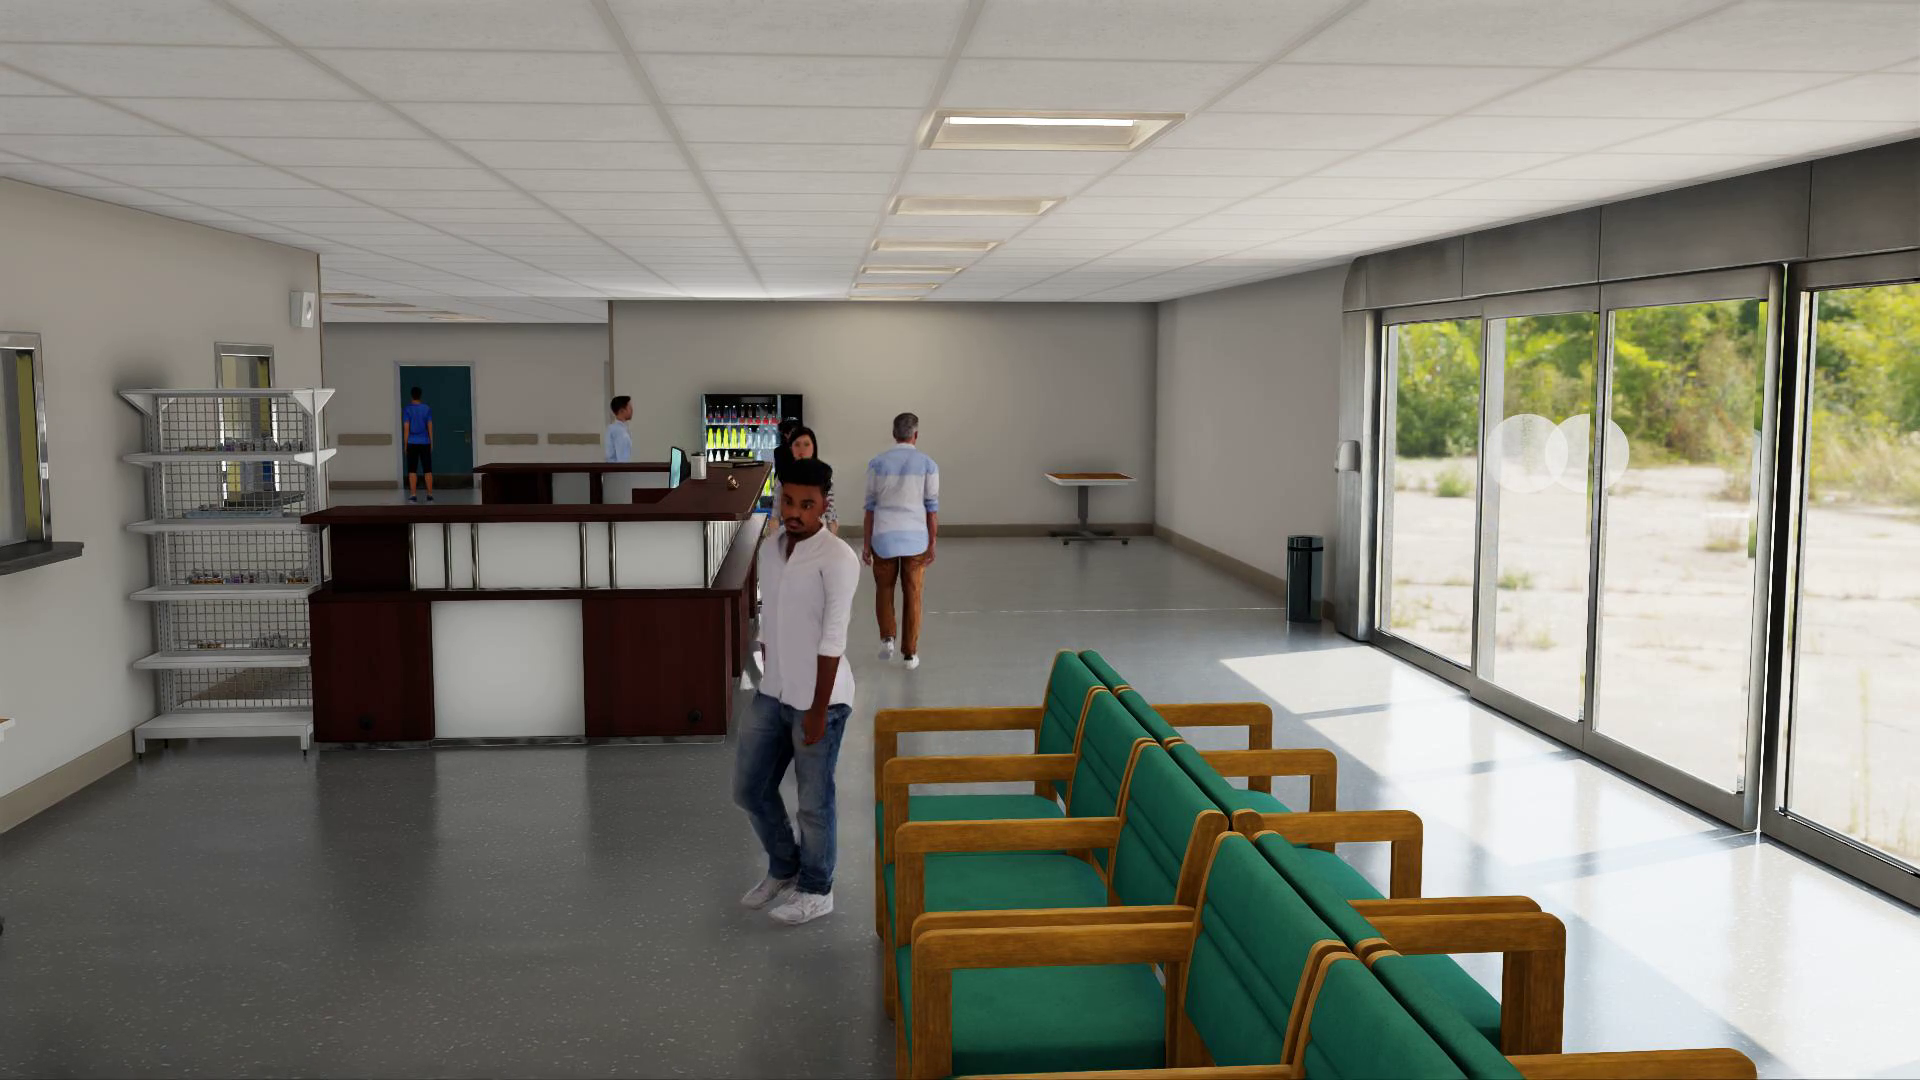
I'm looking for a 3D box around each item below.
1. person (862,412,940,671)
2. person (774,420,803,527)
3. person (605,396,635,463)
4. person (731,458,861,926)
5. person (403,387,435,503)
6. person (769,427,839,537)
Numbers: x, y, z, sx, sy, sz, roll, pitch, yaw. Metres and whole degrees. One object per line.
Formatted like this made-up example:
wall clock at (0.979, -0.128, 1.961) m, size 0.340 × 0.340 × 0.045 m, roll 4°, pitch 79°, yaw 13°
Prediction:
person at (-0.424, 0.018, 11.699) m, size 0.634 × 1.806 × 0.796 m, roll 0°, pitch 6°, yaw 3°
person at (-1.734, -0.367, 16.415) m, size 0.908 × 1.626 × 0.825 m, roll 2°, pitch 6°, yaw 23°
person at (-3.723, -0.617, 17.896) m, size 1.028 × 1.828 × 0.858 m, roll -3°, pitch 6°, yaw -27°
person at (-0.535, 0.573, 6.324) m, size 0.756 × 1.777 × 0.834 m, roll 5°, pitch 8°, yaw 41°
person at (-8.818, -1.562, 27.083) m, size 0.624 × 1.869 × 0.750 m, roll -3°, pitch 6°, yaw -27°
person at (-1.069, 0.093, 11.476) m, size 0.949 × 1.700 × 0.691 m, roll -1°, pitch 6°, yaw -5°
